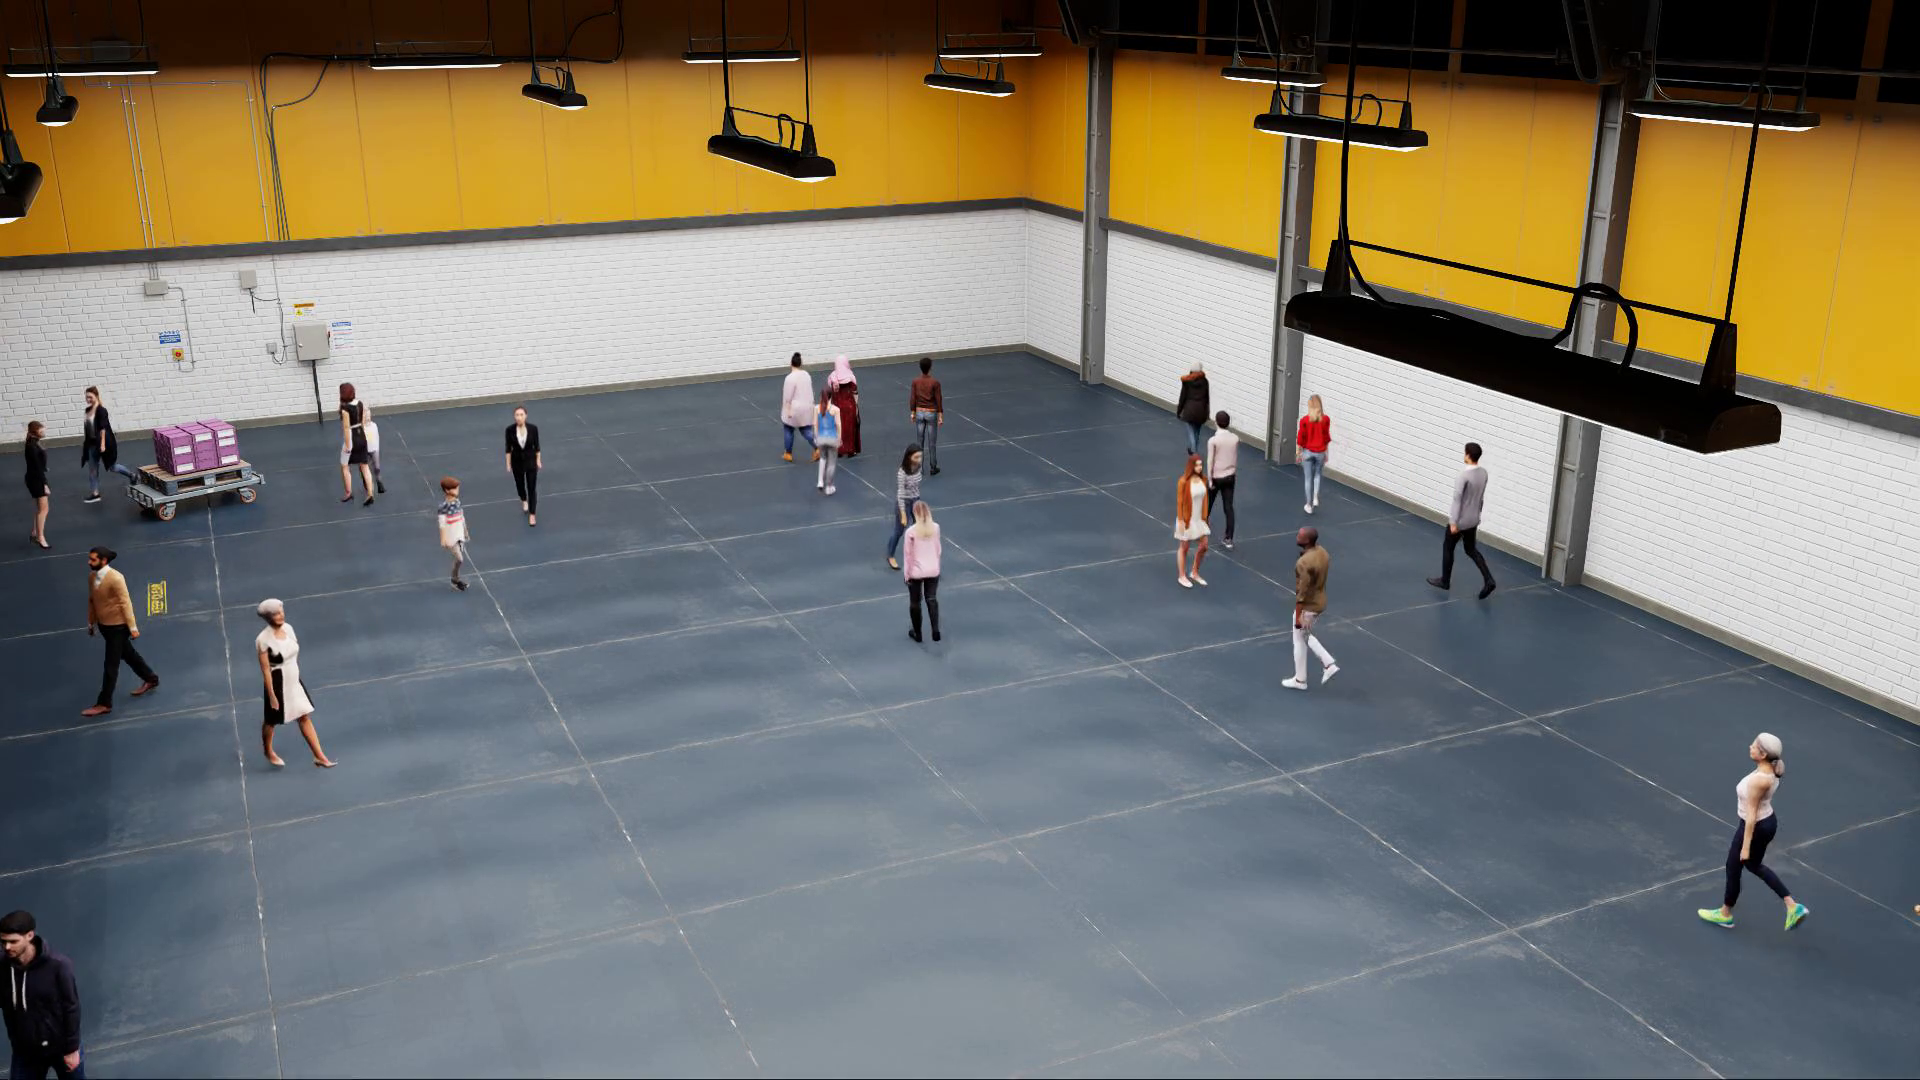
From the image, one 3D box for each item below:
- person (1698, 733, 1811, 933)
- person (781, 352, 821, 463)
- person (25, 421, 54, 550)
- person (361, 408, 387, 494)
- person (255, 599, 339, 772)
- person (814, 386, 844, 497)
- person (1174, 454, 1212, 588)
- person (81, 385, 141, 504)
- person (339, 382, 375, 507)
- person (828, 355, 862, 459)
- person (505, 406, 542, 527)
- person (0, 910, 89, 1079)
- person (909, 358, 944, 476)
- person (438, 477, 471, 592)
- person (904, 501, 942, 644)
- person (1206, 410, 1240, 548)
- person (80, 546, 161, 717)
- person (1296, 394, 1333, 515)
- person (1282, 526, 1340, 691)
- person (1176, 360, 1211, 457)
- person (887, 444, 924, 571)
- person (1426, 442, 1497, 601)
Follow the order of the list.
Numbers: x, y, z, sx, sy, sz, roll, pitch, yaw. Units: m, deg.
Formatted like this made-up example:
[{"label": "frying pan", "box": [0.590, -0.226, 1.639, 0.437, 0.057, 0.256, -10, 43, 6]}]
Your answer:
[{"label": "person", "box": [6.230, 2.298, 12.849, 1.080, 1.687, 0.834, 17, 25, 40]}, {"label": "person", "box": [-2.425, -2.009, 25.587, 0.834, 1.720, 1.079, -16, 24, -38]}, {"label": "person", "box": [-12.075, -0.709, 21.719, 0.806, 1.724, 0.605, -17, 25, -42]}, {"label": "person", "box": [-8.652, -1.306, 24.242, 0.559, 1.246, 0.924, -11, 22, -30]}, {"label": "person", "box": [-6.399, 1.387, 15.526, 1.173, 1.706, 1.099, 7, 20, 21]}, {"label": "person", "box": [-1.927, -1.412, 24.000, 0.693, 1.600, 0.751, 5, 19, 16]}, {"label": "person", "box": [2.790, -0.270, 20.441, 0.663, 1.708, 0.616, -10, 21, -27]}, {"label": "person", "box": [-12.212, -1.380, 23.810, 1.054, 1.662, 1.079, 9, 21, 26]}, {"label": "person", "box": [-8.458, -1.324, 23.456, 0.951, 1.781, 0.877, 9, 20, 24]}, {"label": "person", "box": [-1.816, -2.096, 25.974, 0.762, 1.637, 0.777, 2, 19, 5]}, {"label": "person", "box": [-5.993, -1.045, 22.881, 0.768, 1.620, 1.132, -4, 19, -12]}, {"label": "person", "box": [-5.597, 3.069, 10.304, 0.979, 1.851, 1.190, 0, 19, -1]}, {"label": "person", "box": [-0.508, -1.869, 25.078, 0.716, 1.779, 0.743, 4, 19, 13]}, {"label": "person", "box": [-6.239, -0.080, 20.315, 0.702, 1.429, 0.644, 7, 20, 21]}, {"label": "person", "box": [-0.383, 0.386, 18.544, 0.629, 1.676, 0.831, -7, 20, -21]}, {"label": "person", "box": [3.479, -0.767, 21.845, 0.778, 1.753, 1.228, -5, 19, -14]}, {"label": "person", "box": [-8.583, 0.878, 17.032, 1.216, 1.708, 1.163, 11, 22, 30]}, {"label": "person", "box": [4.935, -1.171, 23.130, 0.715, 1.700, 0.709, -1, 19, -3]}, {"label": "person", "box": [3.705, 0.731, 17.312, 0.975, 1.808, 0.908, 13, 22, 33]}, {"label": "person", "box": [3.622, -1.928, 25.518, 0.786, 1.610, 1.002, -3, 19, -9]}, {"label": "person", "box": [-0.699, -0.369, 20.716, 1.163, 1.720, 0.895, 15, 24, 37]}, {"label": "person", "box": [6.144, -0.230, 19.984, 0.893, 1.925, 1.224, -13, 23, -34]}]
